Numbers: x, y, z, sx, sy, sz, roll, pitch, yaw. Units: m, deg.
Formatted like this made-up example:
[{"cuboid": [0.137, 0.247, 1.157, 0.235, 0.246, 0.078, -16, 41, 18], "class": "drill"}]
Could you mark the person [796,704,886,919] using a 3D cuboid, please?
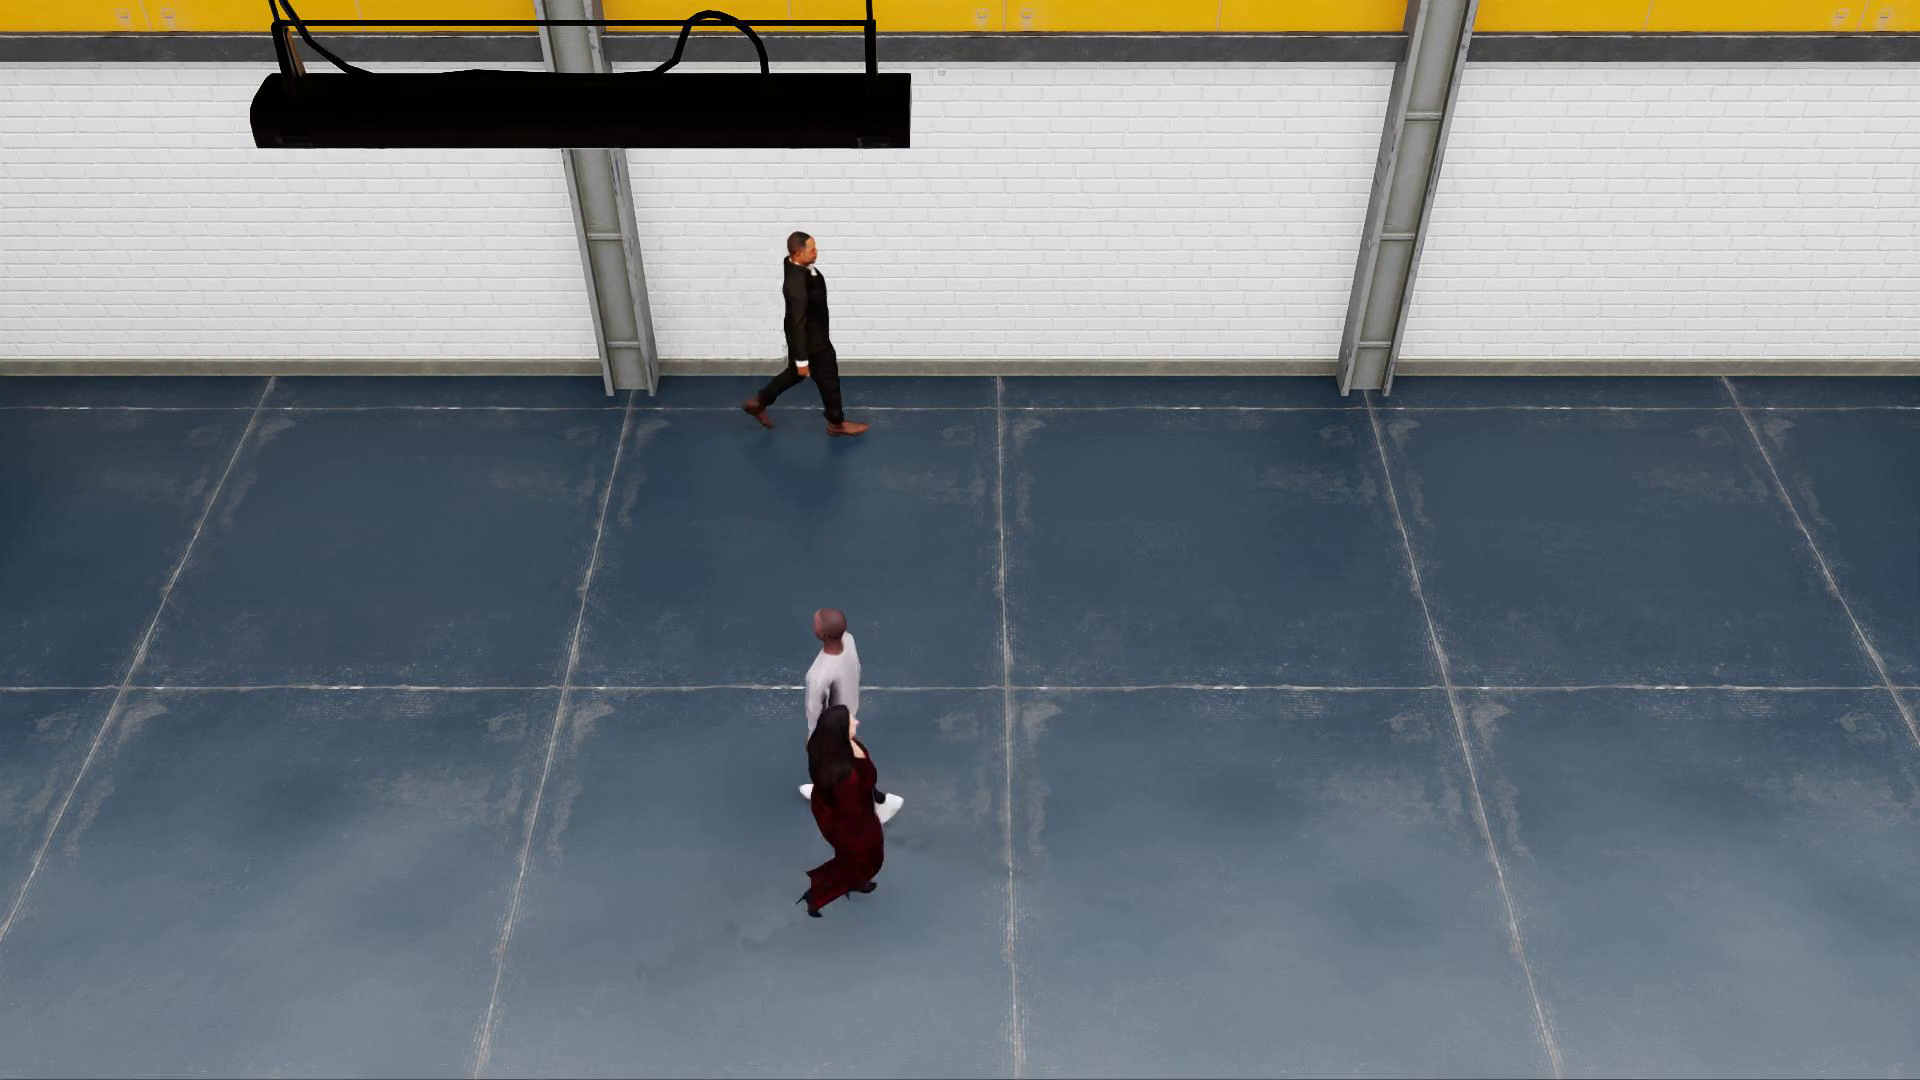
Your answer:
[{"cuboid": [-0.731, 1.583, 9.410, 0.890, 1.745, 0.814, -15, 46, -15], "class": "person"}]

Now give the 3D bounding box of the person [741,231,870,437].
[{"cuboid": [-1.237, -1.523, 12.576, 1.262, 1.875, 0.830, -7, 44, -7], "class": "person"}]

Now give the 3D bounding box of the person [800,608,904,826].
[{"cuboid": [-0.681, 1.088, 9.920, 1.036, 1.758, 0.807, 13, 45, 13], "class": "person"}]
